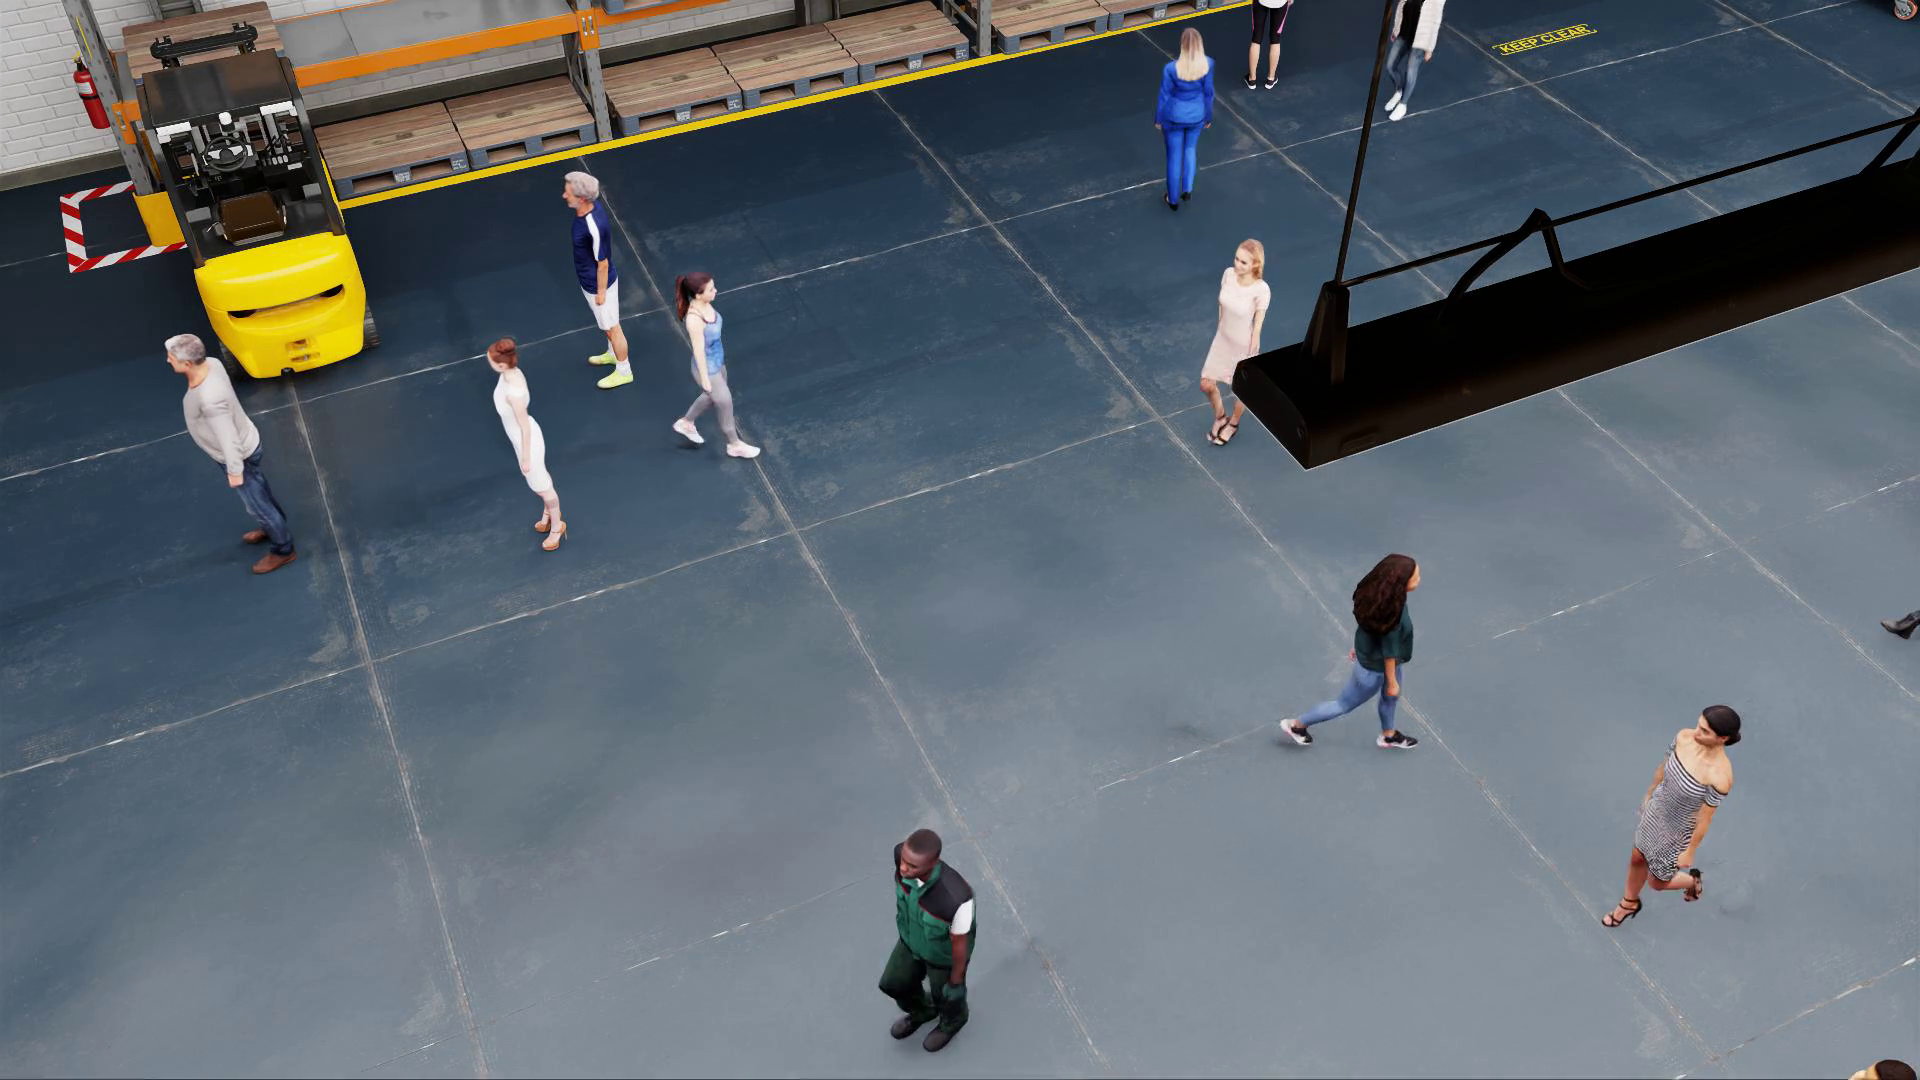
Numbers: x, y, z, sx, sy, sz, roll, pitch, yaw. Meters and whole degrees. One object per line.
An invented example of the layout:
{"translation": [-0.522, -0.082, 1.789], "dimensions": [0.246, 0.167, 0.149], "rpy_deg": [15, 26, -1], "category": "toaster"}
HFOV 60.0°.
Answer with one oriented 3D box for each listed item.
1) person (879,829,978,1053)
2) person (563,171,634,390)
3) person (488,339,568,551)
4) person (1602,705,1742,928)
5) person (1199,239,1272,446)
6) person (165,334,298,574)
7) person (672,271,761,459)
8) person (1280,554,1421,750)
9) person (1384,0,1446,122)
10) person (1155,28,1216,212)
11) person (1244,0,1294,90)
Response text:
{"translation": [-0.058, 1.989, 8.422], "dimensions": [0.807, 1.824, 0.810], "rpy_deg": [32, 52, 29], "category": "person"}
{"translation": [-2.738, -1.986, 12.585], "dimensions": [0.571, 1.838, 0.650], "rpy_deg": [-14, 45, -14], "category": "person"}
{"translation": [-2.911, -0.649, 11.213], "dimensions": [0.508, 1.795, 0.577], "rpy_deg": [-14, 45, -15], "category": "person"}
{"translation": [3.908, 1.521, 8.929], "dimensions": [0.817, 1.803, 0.663], "rpy_deg": [-12, 45, -12], "category": "person"}
{"translation": [2.062, -1.434, 12.019], "dimensions": [0.685, 1.819, 0.674], "rpy_deg": [-31, 52, -28], "category": "person"}
{"translation": [-4.832, -0.601, 11.080], "dimensions": [0.614, 1.909, 0.724], "rpy_deg": [-17, 46, -17], "category": "person"}
{"translation": [-1.856, -1.260, 11.997], "dimensions": [0.984, 1.598, 0.818], "rpy_deg": [2, 44, 2], "category": "person"}
{"translation": [2.391, 0.730, 9.916], "dimensions": [1.166, 1.586, 0.955], "rpy_deg": [5, 44, 5], "category": "person"}
{"translation": [4.303, -4.765, 15.651], "dimensions": [0.725, 1.631, 0.702], "rpy_deg": [33, 53, 30], "category": "person"}
{"translation": [1.958, -3.577, 14.360], "dimensions": [0.604, 1.693, 0.761], "rpy_deg": [-7, 44, -8], "category": "person"}
{"translation": [2.987, -5.204, 16.000], "dimensions": [0.635, 1.787, 0.745], "rpy_deg": [5, 44, 5], "category": "person"}
